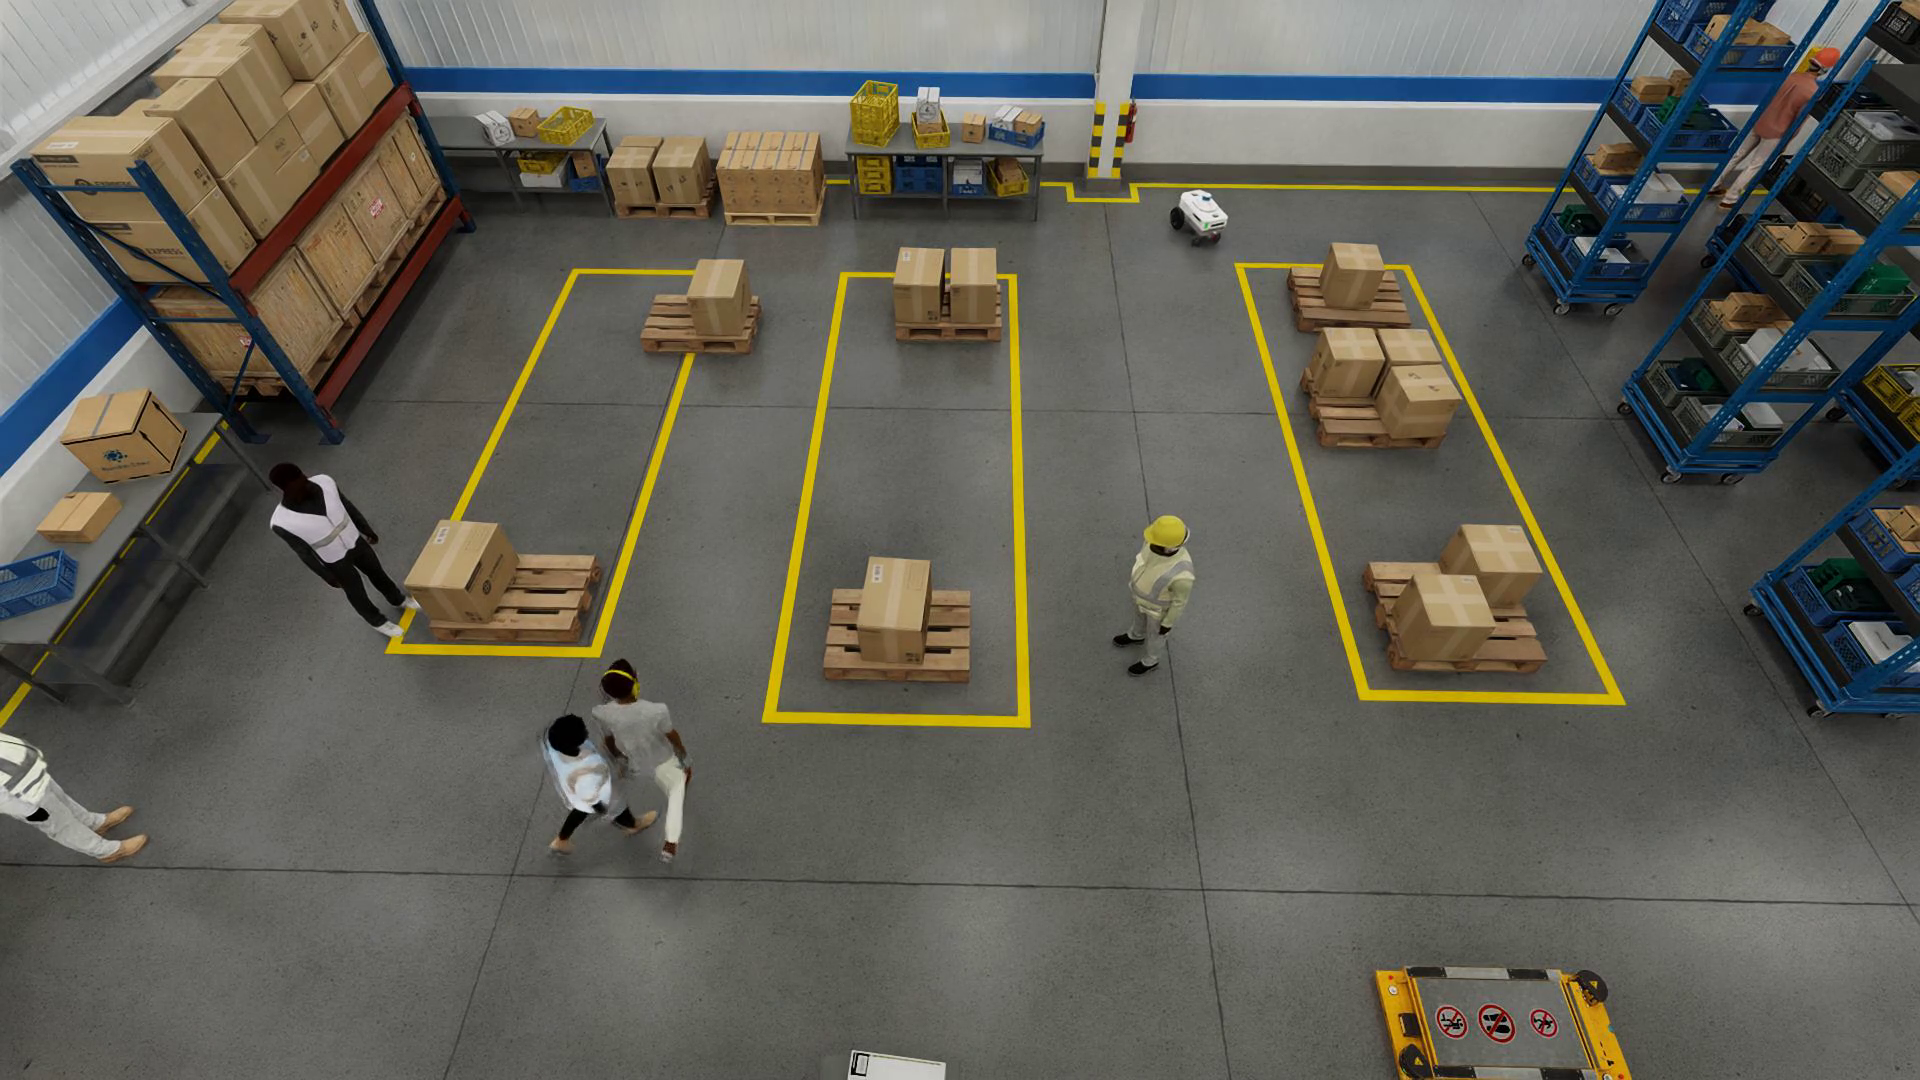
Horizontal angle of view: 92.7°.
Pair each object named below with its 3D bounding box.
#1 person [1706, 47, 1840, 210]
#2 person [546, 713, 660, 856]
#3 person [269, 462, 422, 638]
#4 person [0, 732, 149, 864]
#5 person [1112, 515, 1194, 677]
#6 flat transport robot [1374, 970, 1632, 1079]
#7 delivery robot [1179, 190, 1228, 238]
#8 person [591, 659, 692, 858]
[{"bbox_3d":[10.299,-5.192,11.607,0.420,1.984,0.615,-6,51,-5],"label":"person"},{"bbox_3d":[-2.579,1.718,6.174,0.688,1.669,0.567,-34,58,-24],"label":"person"},{"bbox_3d":[-4.967,0.069,7.364,0.398,1.914,0.590,11,52,9],"label":"person"},{"bbox_3d":[-6.292,1.627,6.135,0.430,1.844,0.623,-37,60,-26],"label":"person"},{"bbox_3d":[1.503,0.429,7.119,0.403,1.828,0.598,-12,52,-10],"label":"person"},{"bbox_3d":[3.501,3.133,5.914,1.431,0.197,0.652,1,51,1],"label":"flat transport robot"},{"bbox_3d":[3.082,-4.154,11.614,0.477,0.478,0.707,-16,53,-13],"label":"delivery robot"},{"bbox_3d":[-2.116,1.520,6.232,0.510,1.836,0.744,2,51,2],"label":"person"}]
